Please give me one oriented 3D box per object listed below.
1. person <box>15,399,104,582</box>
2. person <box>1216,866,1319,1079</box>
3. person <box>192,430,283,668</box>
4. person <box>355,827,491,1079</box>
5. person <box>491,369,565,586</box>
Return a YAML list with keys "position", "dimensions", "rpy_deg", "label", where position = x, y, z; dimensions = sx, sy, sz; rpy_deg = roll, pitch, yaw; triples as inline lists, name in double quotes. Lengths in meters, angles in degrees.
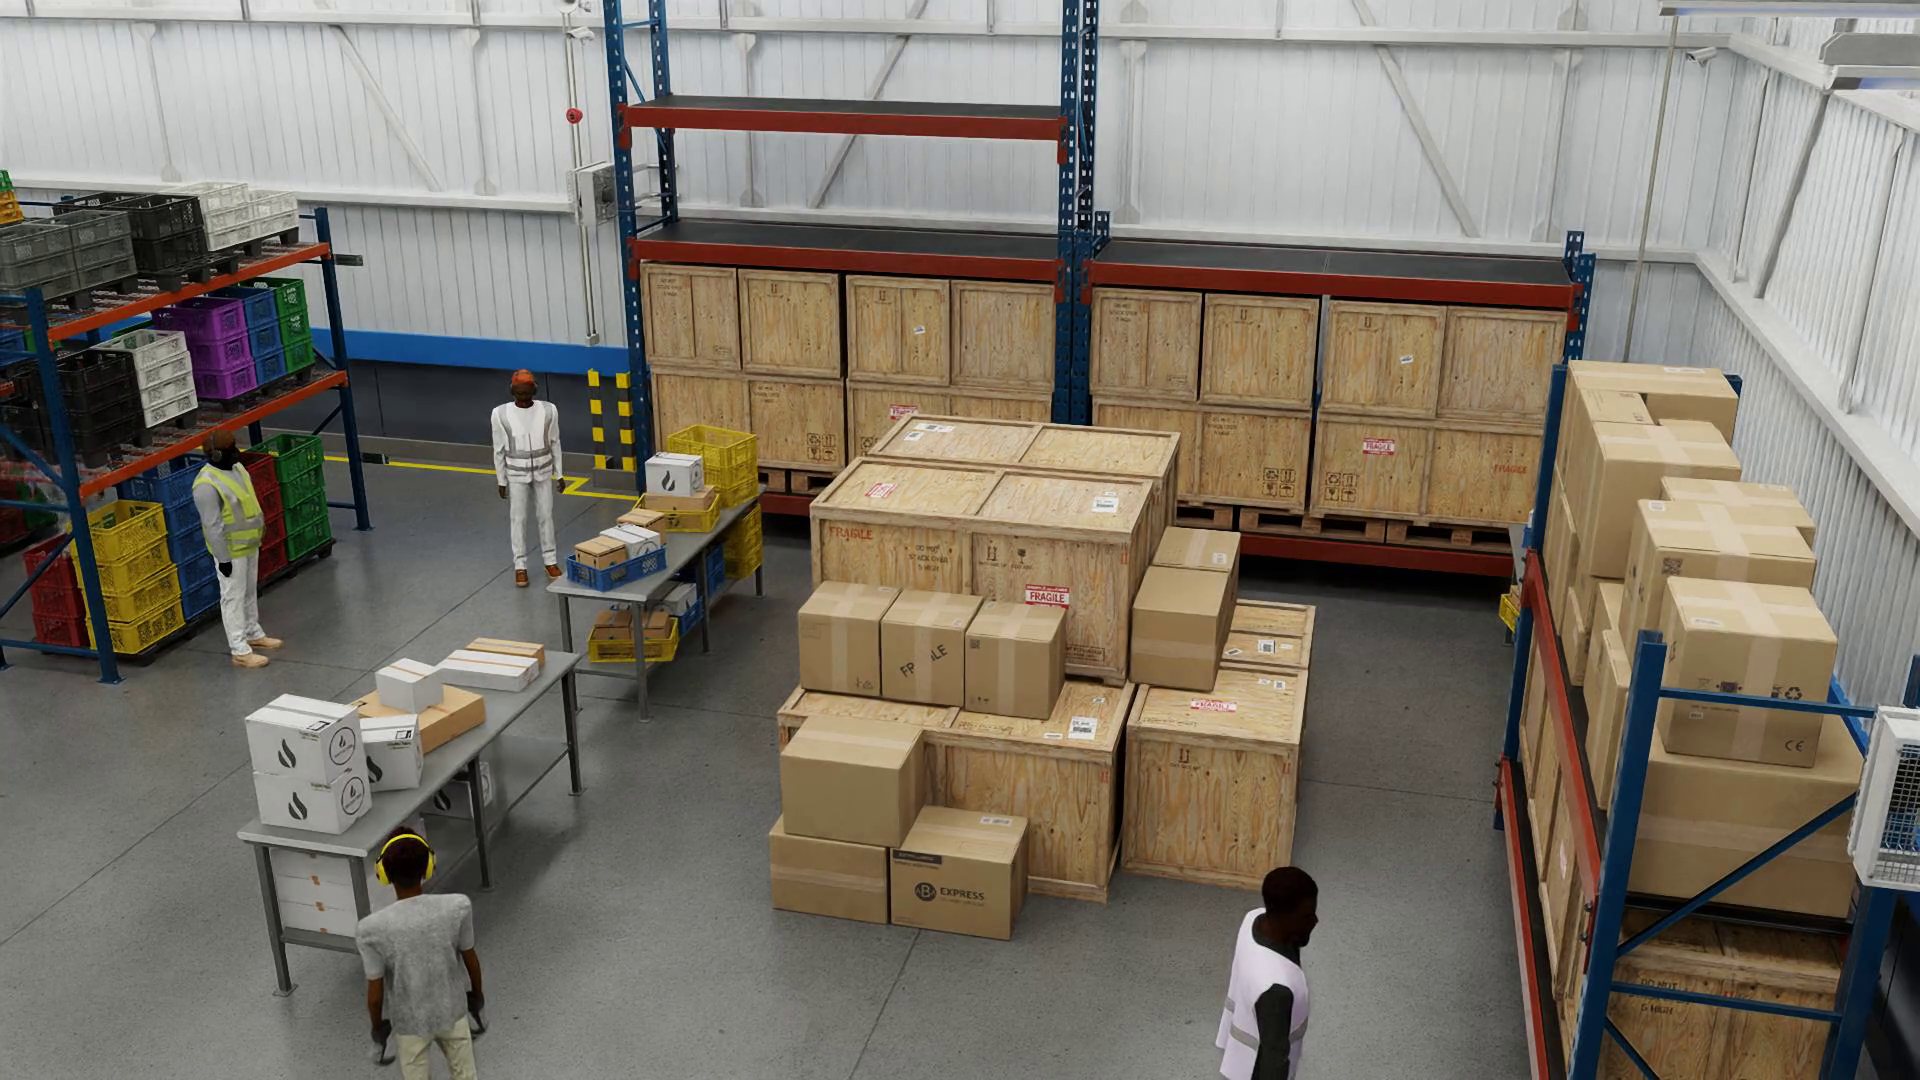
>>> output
- position: [-7.616, -0.487, 14.044]
  dimensions: [0.642, 1.898, 0.794]
  rpy_deg: [-1, 21, -4]
  label: "person"
- position: [1.263, 2.205, 6.950]
  dimensions: [0.374, 1.916, 0.597]
  rpy_deg: [0, 21, 1]
  label: "person"
- position: [-5.513, 0.049, 12.692]
  dimensions: [0.429, 1.847, 0.627]
  rpy_deg: [-1, 21, -1]
  label: "person"
- position: [-2.328, 2.100, 7.287]
  dimensions: [0.518, 1.874, 0.329]
  rpy_deg: [-11, 23, -26]
  label: "person"
- position: [-3.664, -0.543, 14.181]
  dimensions: [0.574, 1.887, 0.355]
  rpy_deg: [-10, 23, -24]
  label: "person"
